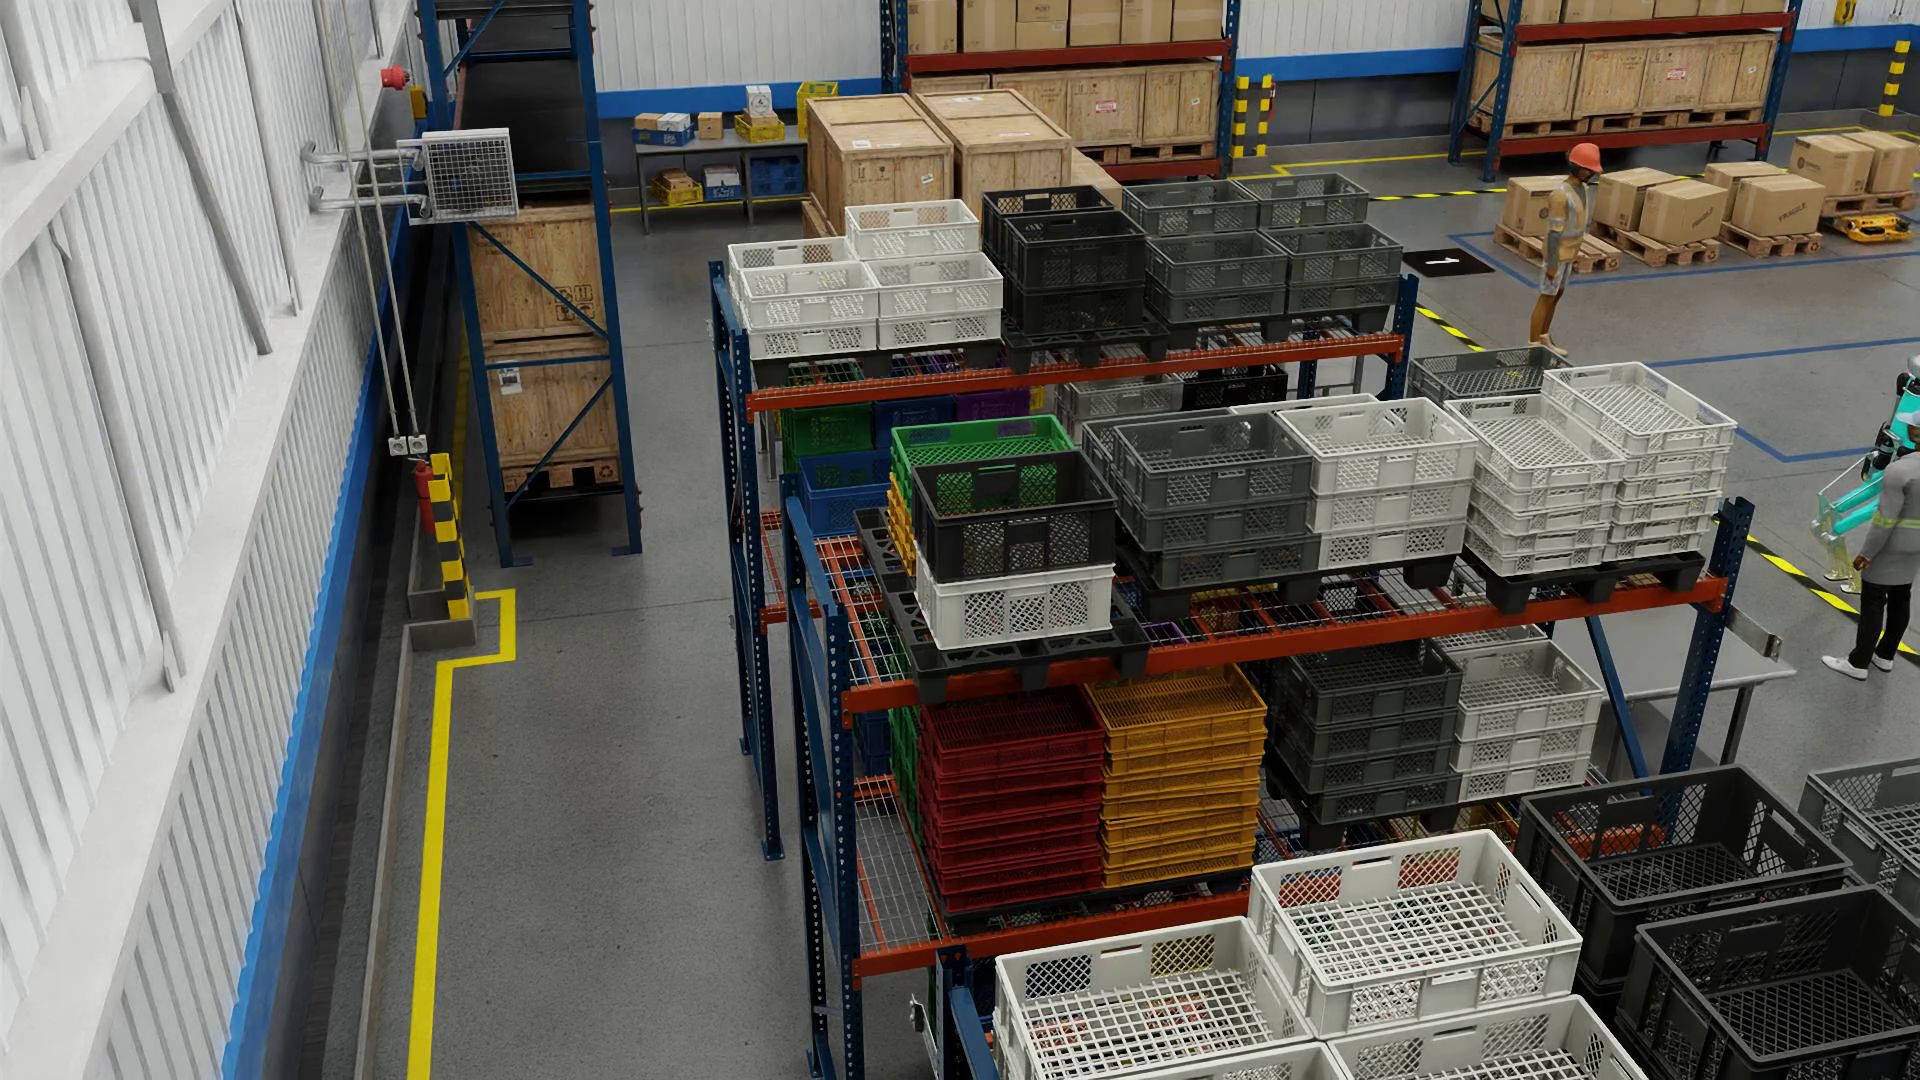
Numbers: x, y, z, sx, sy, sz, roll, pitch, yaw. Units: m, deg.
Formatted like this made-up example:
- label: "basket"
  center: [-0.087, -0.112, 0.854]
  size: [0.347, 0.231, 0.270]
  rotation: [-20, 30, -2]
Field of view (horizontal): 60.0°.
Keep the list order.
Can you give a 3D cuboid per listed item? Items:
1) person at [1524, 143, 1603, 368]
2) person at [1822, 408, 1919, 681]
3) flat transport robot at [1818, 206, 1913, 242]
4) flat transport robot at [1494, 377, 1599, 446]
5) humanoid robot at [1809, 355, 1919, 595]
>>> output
- label: "person"
  center: [5.467, -2.580, 15.046]
  size: [0.385, 2.039, 0.605]
  rotation: [20, 34, 33]
- label: "person"
  center: [5.803, 0.007, 10.335]
  size: [0.596, 1.850, 0.384]
  rotation: [-11, 30, -20]
- label: "flat transport robot"
  center: [10.177, -3.754, 19.138]
  size: [0.652, 0.197, 1.431]
  rotation: [-6, 28, -12]
- label: "flat transport robot"
  center: [4.780, -1.036, 14.013]
  size: [0.659, 0.231, 1.431]
  rotation: [-6, 28, -12]
- label: "humanoid robot"
  center: [6.075, -0.430, 11.142]
  size: [0.735, 1.677, 0.533]
  rotation: [-1, 28, -2]
